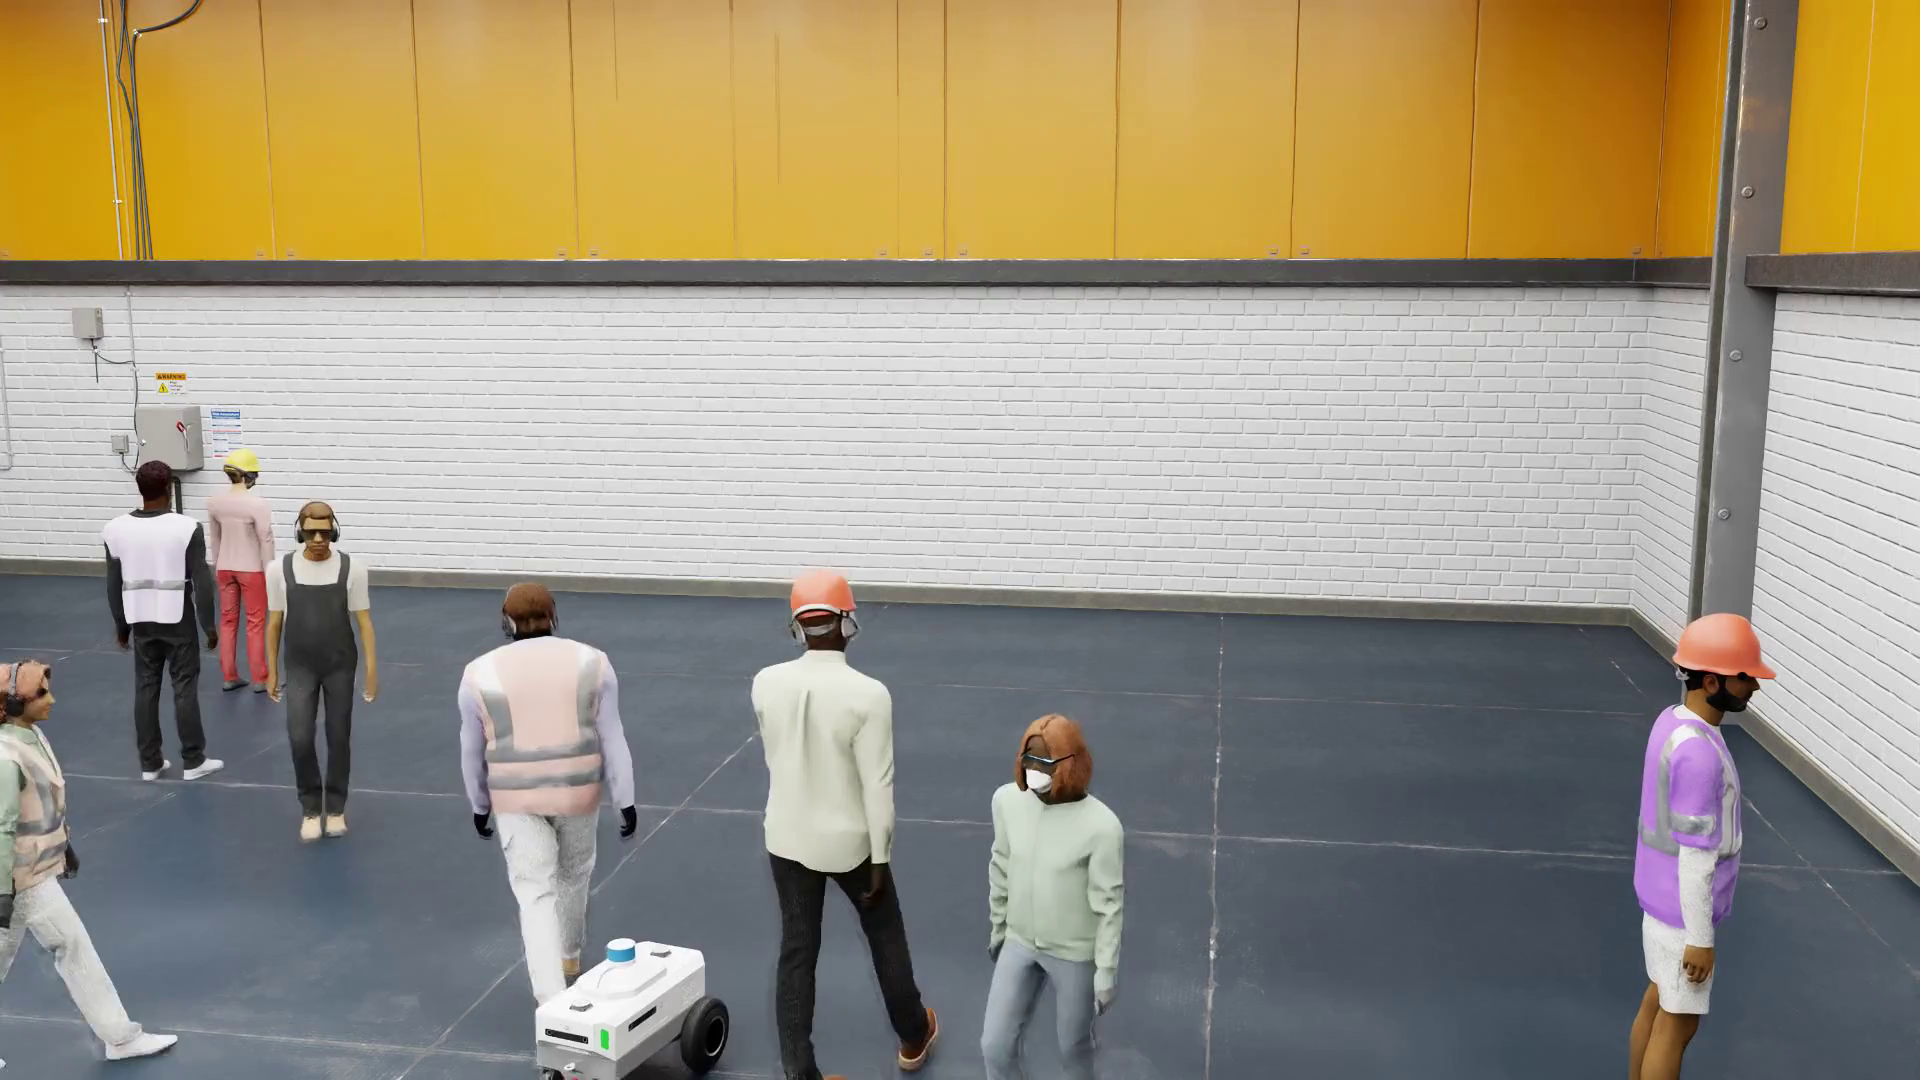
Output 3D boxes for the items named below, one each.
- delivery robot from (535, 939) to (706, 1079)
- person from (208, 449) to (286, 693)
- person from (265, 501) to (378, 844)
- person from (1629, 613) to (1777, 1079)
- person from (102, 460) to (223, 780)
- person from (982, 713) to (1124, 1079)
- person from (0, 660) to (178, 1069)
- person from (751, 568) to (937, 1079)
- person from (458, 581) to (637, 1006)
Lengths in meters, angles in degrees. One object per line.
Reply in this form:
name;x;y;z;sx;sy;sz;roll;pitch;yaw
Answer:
delivery robot;-1.247;1.721;6.148;0.477;0.478;0.707;4;11;22
person;-5.153;0.224;11.982;0.558;1.760;0.340;3;10;16
person;-3.371;0.705;8.793;0.558;1.826;0.551;-4;10;-21
person;2.424;1.189;5.482;0.373;1.934;0.551;3;10;15
person;-4.731;0.486;9.878;0.596;1.916;0.380;0;9;0
person;0.257;1.361;5.376;0.535;1.610;0.595;6;11;32
person;-3.502;1.234;6.254;0.855;1.592;0.532;-4;10;-22
person;-0.444;1.072;6.152;0.620;1.948;0.911;4;10;23
person;-1.682;1.057;6.791;0.663;1.781;0.960;-3;10;-19
